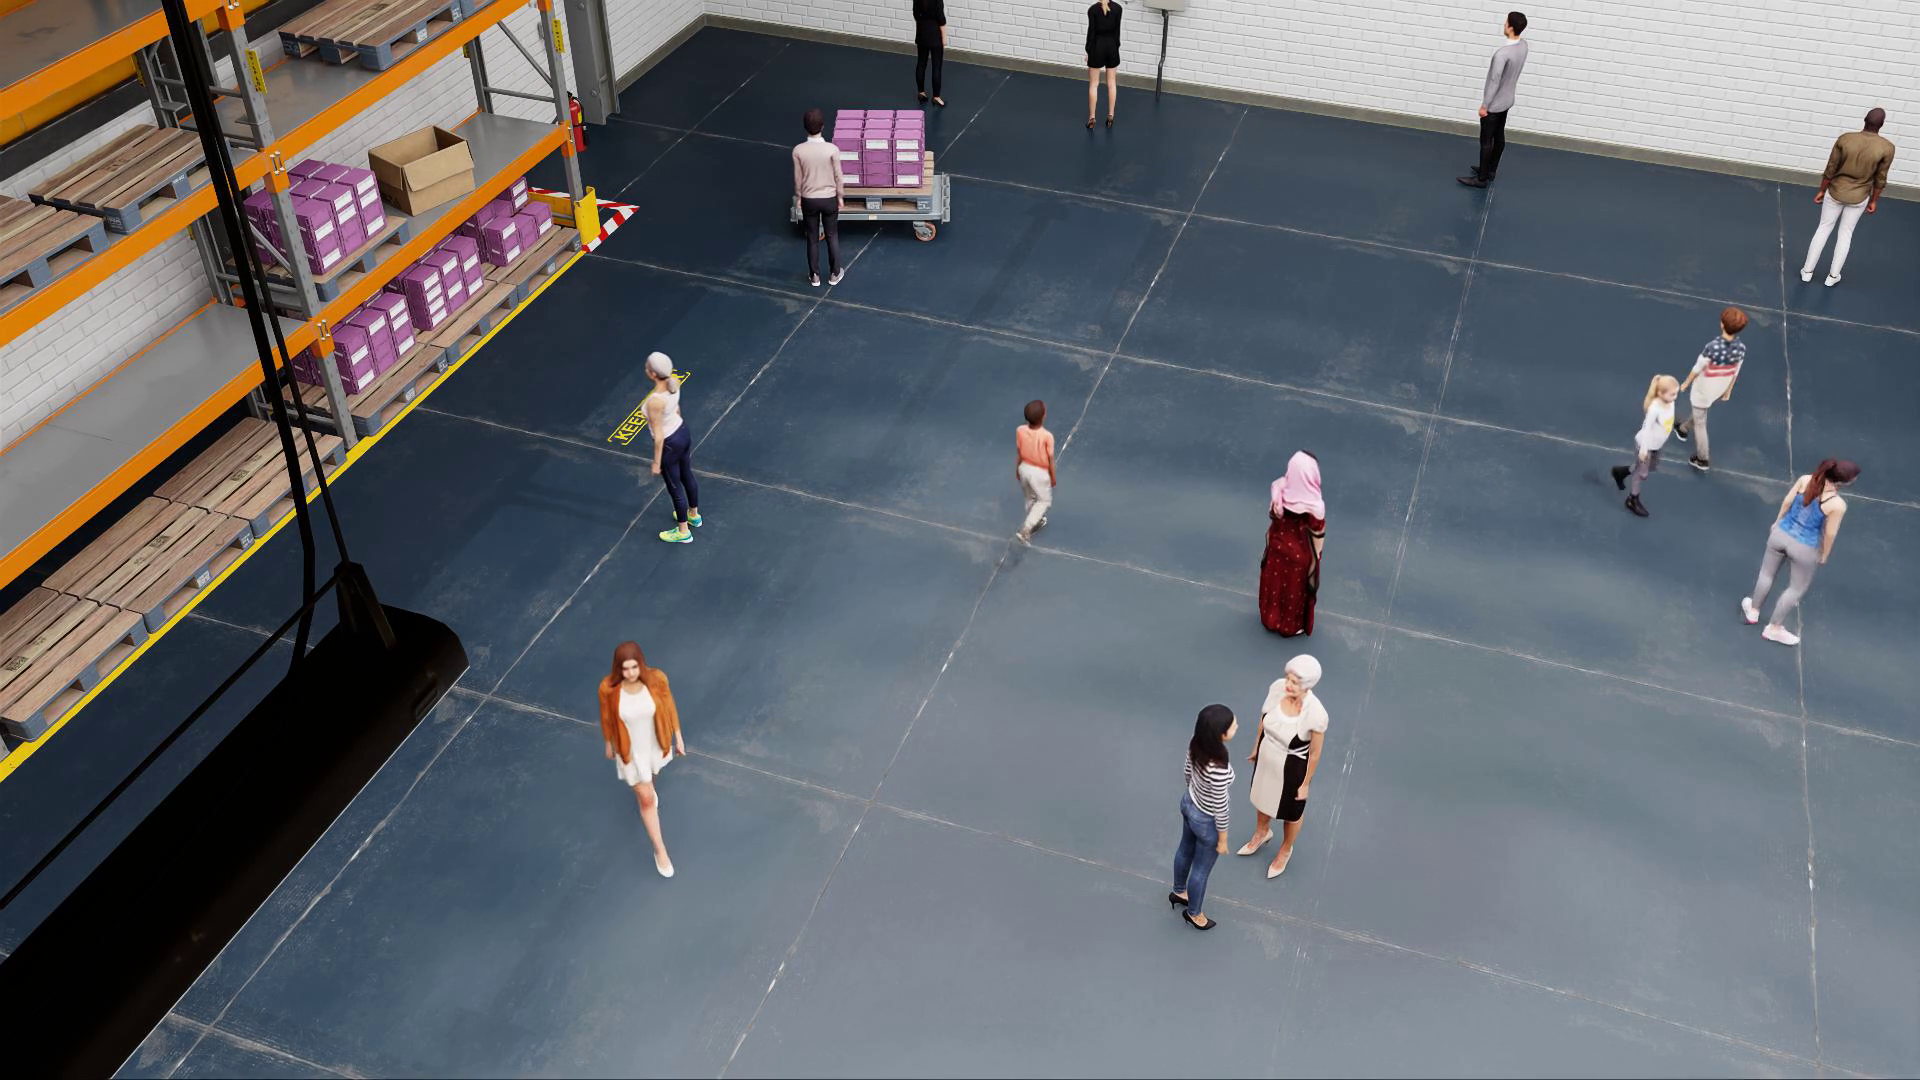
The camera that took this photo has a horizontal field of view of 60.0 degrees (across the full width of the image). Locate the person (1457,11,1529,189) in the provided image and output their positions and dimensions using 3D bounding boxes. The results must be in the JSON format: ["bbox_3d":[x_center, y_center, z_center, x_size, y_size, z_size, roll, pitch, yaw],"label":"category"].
[{"bbox_3d":[5.784,-4.724,17.839,0.887,1.923,0.718,29,47,31],"label":"person"}]

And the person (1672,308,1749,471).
[{"bbox_3d":[6.296,-1.250,13.901,0.854,1.410,1.017,-7,39,-9],"label":"person"}]

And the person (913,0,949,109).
[{"bbox_3d":[-0.360,-5.908,19.533,0.664,1.660,0.656,26,45,29],"label":"person"}]

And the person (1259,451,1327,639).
[{"bbox_3d":[2.433,0.028,12.119,0.768,1.636,0.760,-29,47,-31],"label":"person"}]

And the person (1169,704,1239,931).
[{"bbox_3d":[1.454,1.660,9.948,0.697,1.797,0.609,-12,40,-14],"label":"person"}]

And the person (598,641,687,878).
[{"bbox_3d":[-2.034,1.235,10.575,1.100,1.677,1.177,-14,41,-17],"label":"person"}]

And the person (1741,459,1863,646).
[{"bbox_3d":[6.100,0.002,12.189,0.767,1.590,0.768,29,47,31],"label":"person"}]

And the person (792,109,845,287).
[{"bbox_3d":[-1.371,-3.326,16.181,0.693,1.809,0.666,0,39,0],"label":"person"}]

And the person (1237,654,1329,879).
[{"bbox_3d":[2.020,1.390,10.318,0.707,1.756,0.702,-27,46,-29],"label":"person"}]

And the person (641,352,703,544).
[{"bbox_3d":[-2.248,-0.732,13.019,0.658,1.702,0.470,12,40,14],"label":"person"}]

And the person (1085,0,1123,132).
[{"bbox_3d":[1.626,-5.554,19.004,0.654,1.768,0.677,-8,39,-10],"label":"person"}]

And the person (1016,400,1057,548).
[{"bbox_3d":[0.569,-0.508,13.060,0.589,1.301,0.782,22,44,26],"label":"person"}]

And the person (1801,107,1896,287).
[{"bbox_3d":[8.638,-3.346,16.192,0.767,1.825,0.627,20,43,23],"label":"person"}]

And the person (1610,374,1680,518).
[{"bbox_3d":[5.529,-0.807,13.461,0.721,1.267,0.740,-26,45,-28],"label":"person"}]
